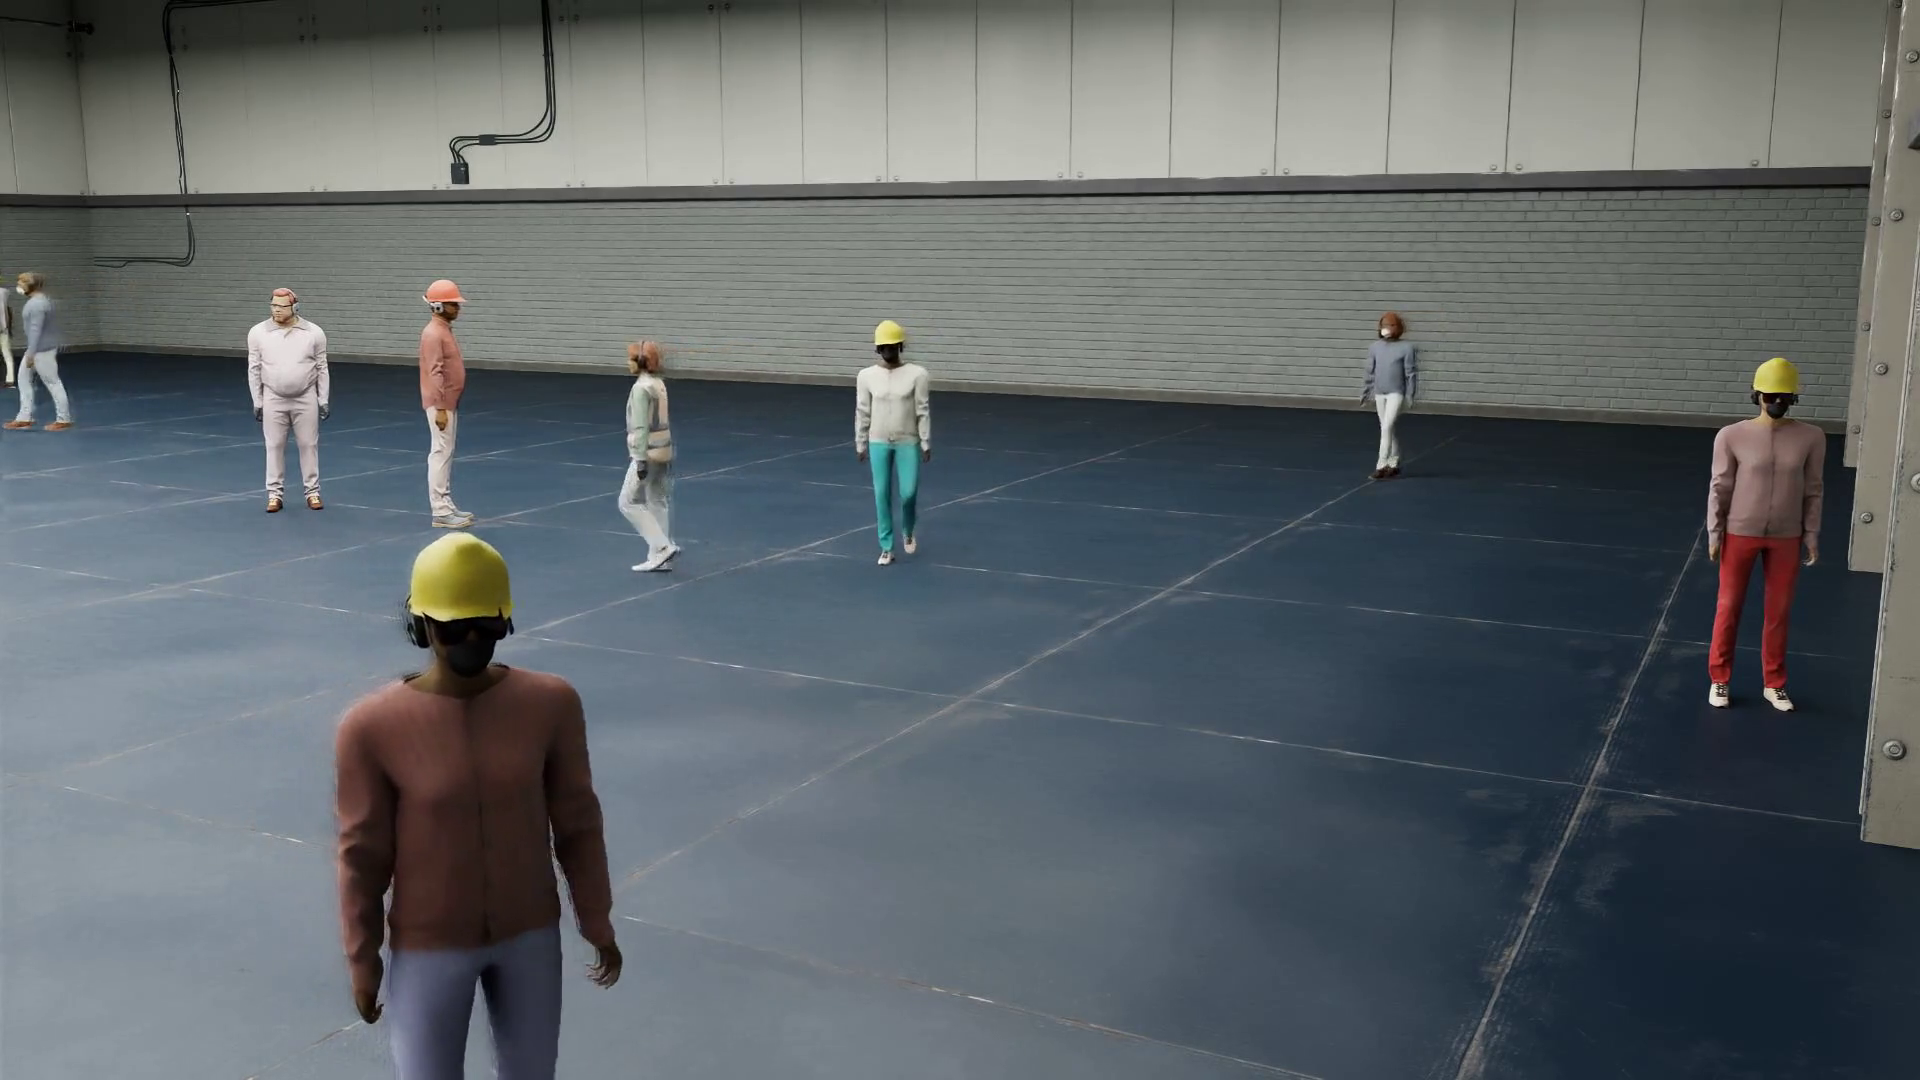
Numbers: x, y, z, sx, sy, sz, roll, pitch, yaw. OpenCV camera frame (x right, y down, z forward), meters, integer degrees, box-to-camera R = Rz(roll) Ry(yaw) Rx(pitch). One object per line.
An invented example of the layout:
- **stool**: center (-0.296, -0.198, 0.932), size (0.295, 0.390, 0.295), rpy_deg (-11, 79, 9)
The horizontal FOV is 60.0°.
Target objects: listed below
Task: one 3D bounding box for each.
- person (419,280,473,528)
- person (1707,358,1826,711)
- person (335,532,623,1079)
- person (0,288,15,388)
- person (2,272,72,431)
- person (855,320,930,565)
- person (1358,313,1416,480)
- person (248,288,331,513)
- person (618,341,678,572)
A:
- **person**: center (-4.165, -1.104, 13.490), size (0.395, 1.994, 0.613), rpy_deg (-2, 11, -9)
- **person**: center (3.970, -0.019, 8.222), size (0.521, 1.762, 0.336), rpy_deg (2, 11, 9)
- **person**: center (-1.028, 0.840, 3.545), size (0.546, 1.756, 0.491), rpy_deg (-7, 13, -34)
- **person**: center (-14.969, -3.275, 25.745), size (0.782, 1.841, 0.549), rpy_deg (6, 12, 31)
- **person**: center (-11.117, -2.229, 19.836), size (0.855, 1.907, 0.663), rpy_deg (-7, 12, -33)
- **person**: center (-0.485, -0.691, 11.893), size (0.540, 1.750, 0.387), rpy_deg (1, 10, 6)
- **person**: center (4.064, -1.373, 16.004), size (0.739, 1.599, 0.517), rpy_deg (-9, 14, -40)
- **person**: center (-5.718, -1.189, 14.209), size (0.643, 1.905, 0.400), rpy_deg (-4, 11, -21)
- **person**: center (-2.176, -0.564, 11.528), size (0.372, 1.624, 0.542), rpy_deg (1, 10, 6)
